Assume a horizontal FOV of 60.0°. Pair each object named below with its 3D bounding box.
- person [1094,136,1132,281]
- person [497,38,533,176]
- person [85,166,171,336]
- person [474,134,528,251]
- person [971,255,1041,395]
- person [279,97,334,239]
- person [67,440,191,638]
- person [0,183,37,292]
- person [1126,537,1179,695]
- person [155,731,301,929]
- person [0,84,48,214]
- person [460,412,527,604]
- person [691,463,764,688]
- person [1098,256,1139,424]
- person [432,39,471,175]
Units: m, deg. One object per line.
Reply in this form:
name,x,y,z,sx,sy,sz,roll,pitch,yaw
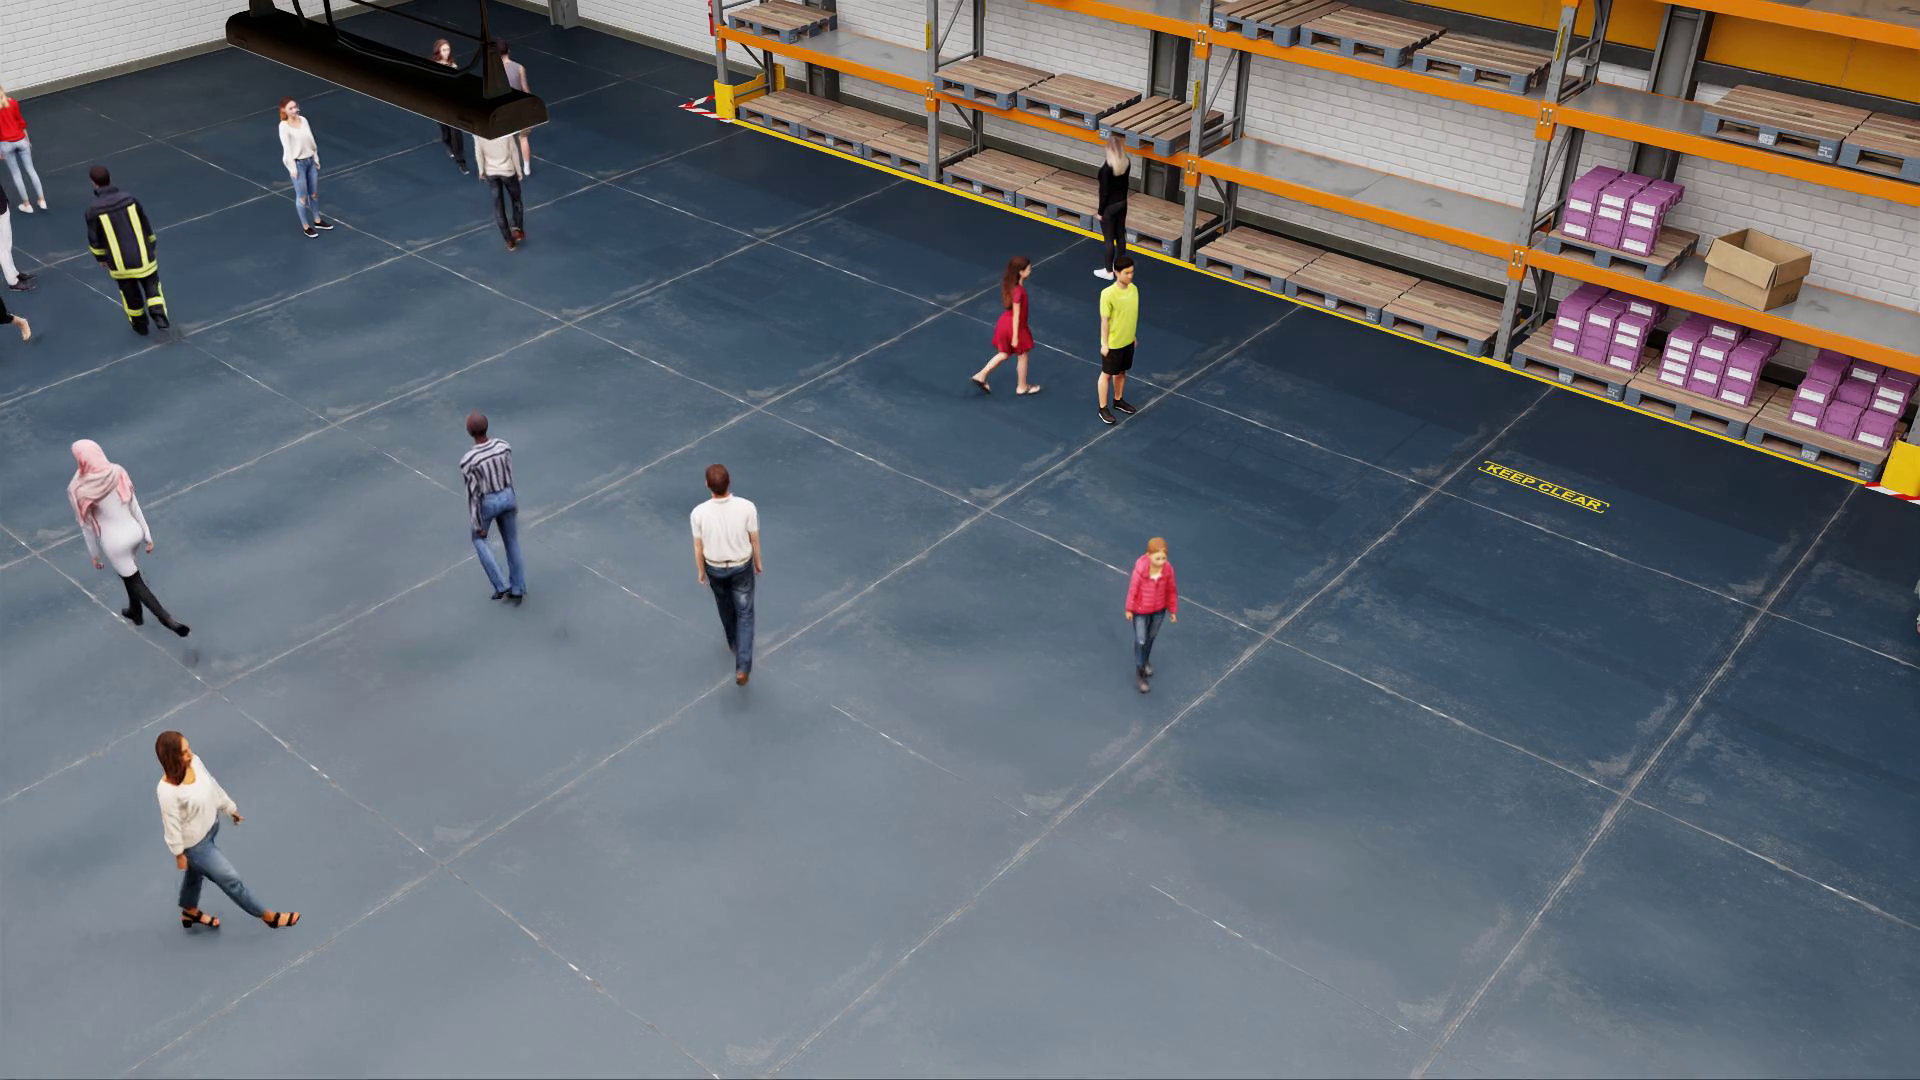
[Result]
person,1.772,-3.812,19.097,0.632,1.686,0.573,-26,42,-34
person,-5.848,-5.629,21.859,0.822,1.827,0.896,-10,35,-15
person,-8.870,-3.065,17.764,0.904,1.917,0.877,-23,40,-30
person,-5.447,-4.314,19.696,0.850,1.858,0.908,-4,34,-6
person,0.465,-2.123,16.697,0.948,1.528,0.952,-4,34,-6
person,-7.993,-4.543,20.191,0.624,1.692,0.666,15,37,22
person,-6.580,0.061,13.209,1.181,1.754,0.698,23,40,30
person,-10.952,-3.740,18.845,0.800,1.845,0.672,-12,36,-18
person,1.459,0.504,12.951,0.754,1.302,0.838,-7,34,-10
person,-4.921,1.883,10.563,1.124,1.648,1.028,0,34,0
person,-11.834,-4.936,20.772,0.492,1.704,0.615,25,41,32
person,-3.736,-0.212,13.593,0.635,1.783,0.660,29,43,36
person,-1.766,0.281,12.812,1.179,1.826,1.245,-3,34,-5
person,1.548,-1.996,16.345,0.643,1.709,0.569,-27,42,-34
person,-6.798,-5.764,22.023,0.900,1.697,1.218,-14,36,-20
